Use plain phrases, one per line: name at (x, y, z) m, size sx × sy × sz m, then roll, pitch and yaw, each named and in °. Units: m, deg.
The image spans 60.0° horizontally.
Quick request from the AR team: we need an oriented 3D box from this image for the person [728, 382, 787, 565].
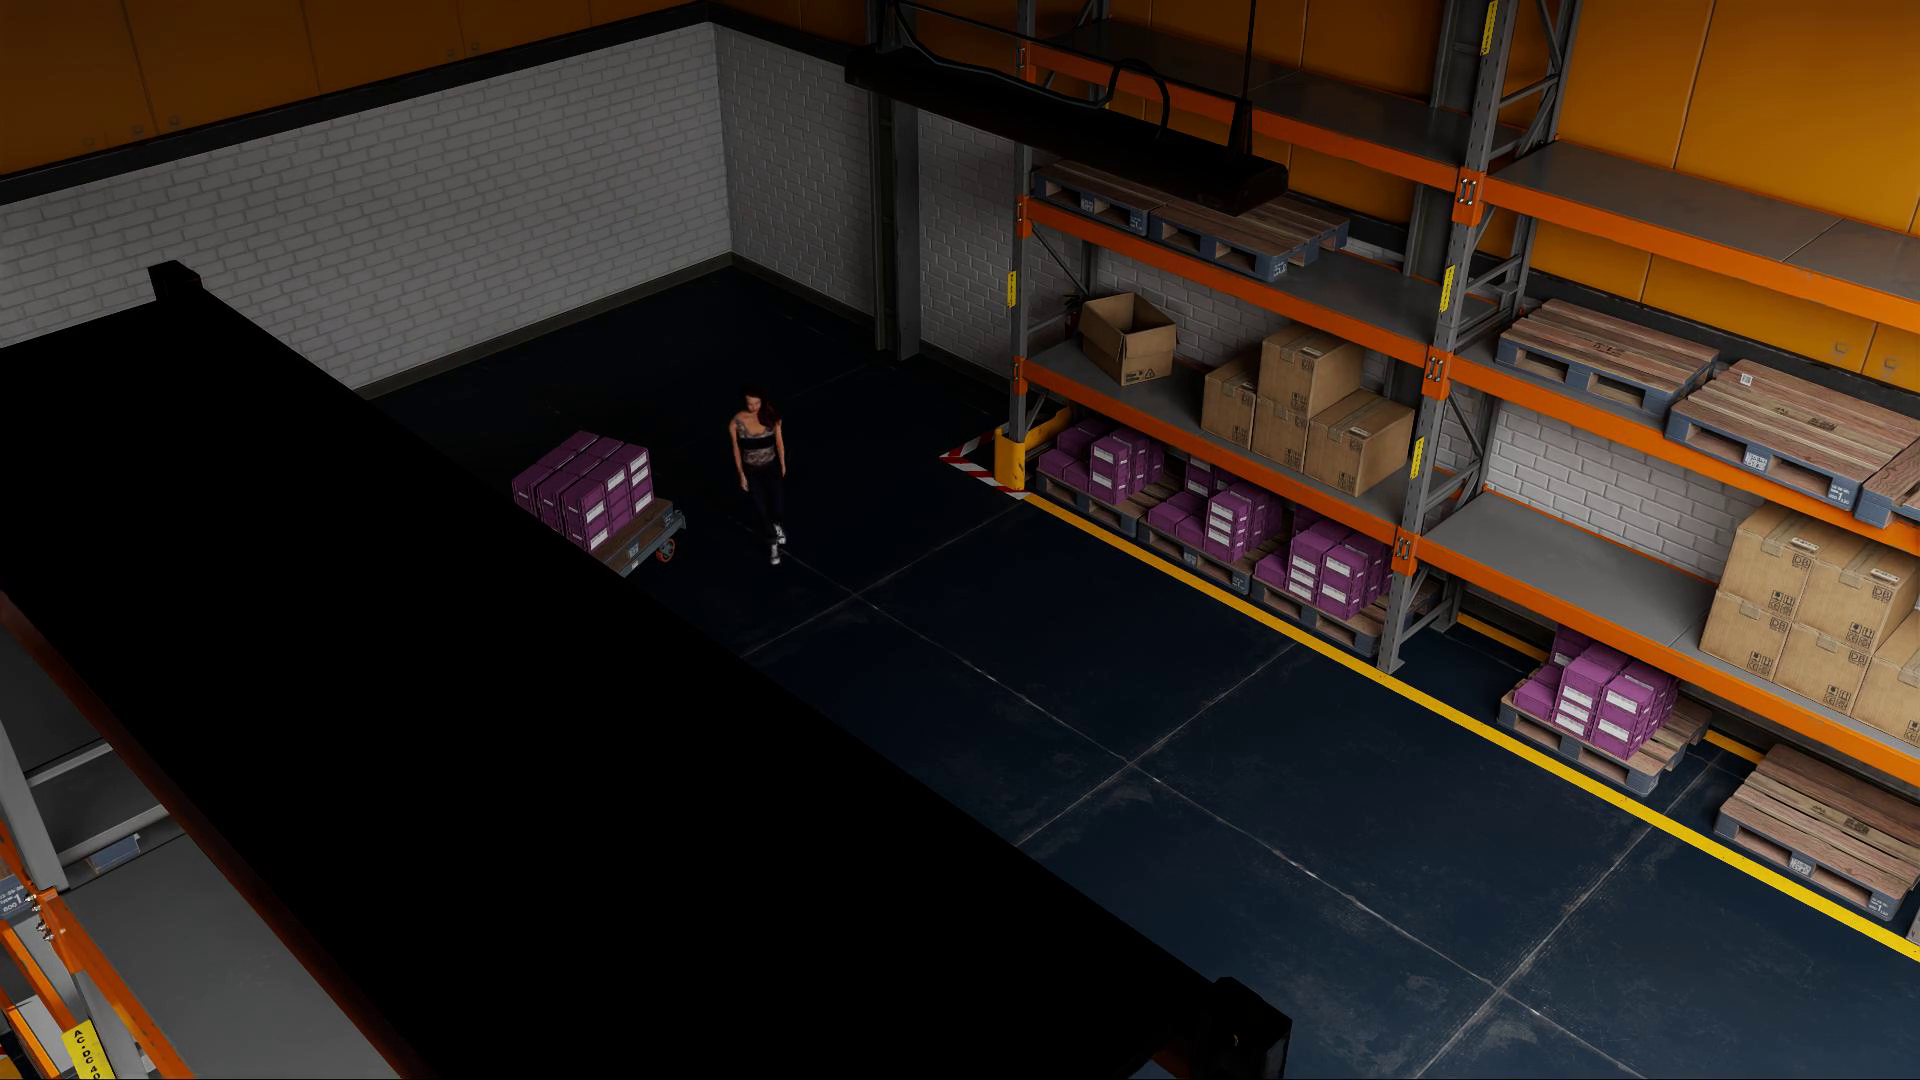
person at (-1.707, -0.599, 13.926) m, size 0.793 × 1.741 × 0.865 m, roll -9°, pitch 35°, yaw -14°
